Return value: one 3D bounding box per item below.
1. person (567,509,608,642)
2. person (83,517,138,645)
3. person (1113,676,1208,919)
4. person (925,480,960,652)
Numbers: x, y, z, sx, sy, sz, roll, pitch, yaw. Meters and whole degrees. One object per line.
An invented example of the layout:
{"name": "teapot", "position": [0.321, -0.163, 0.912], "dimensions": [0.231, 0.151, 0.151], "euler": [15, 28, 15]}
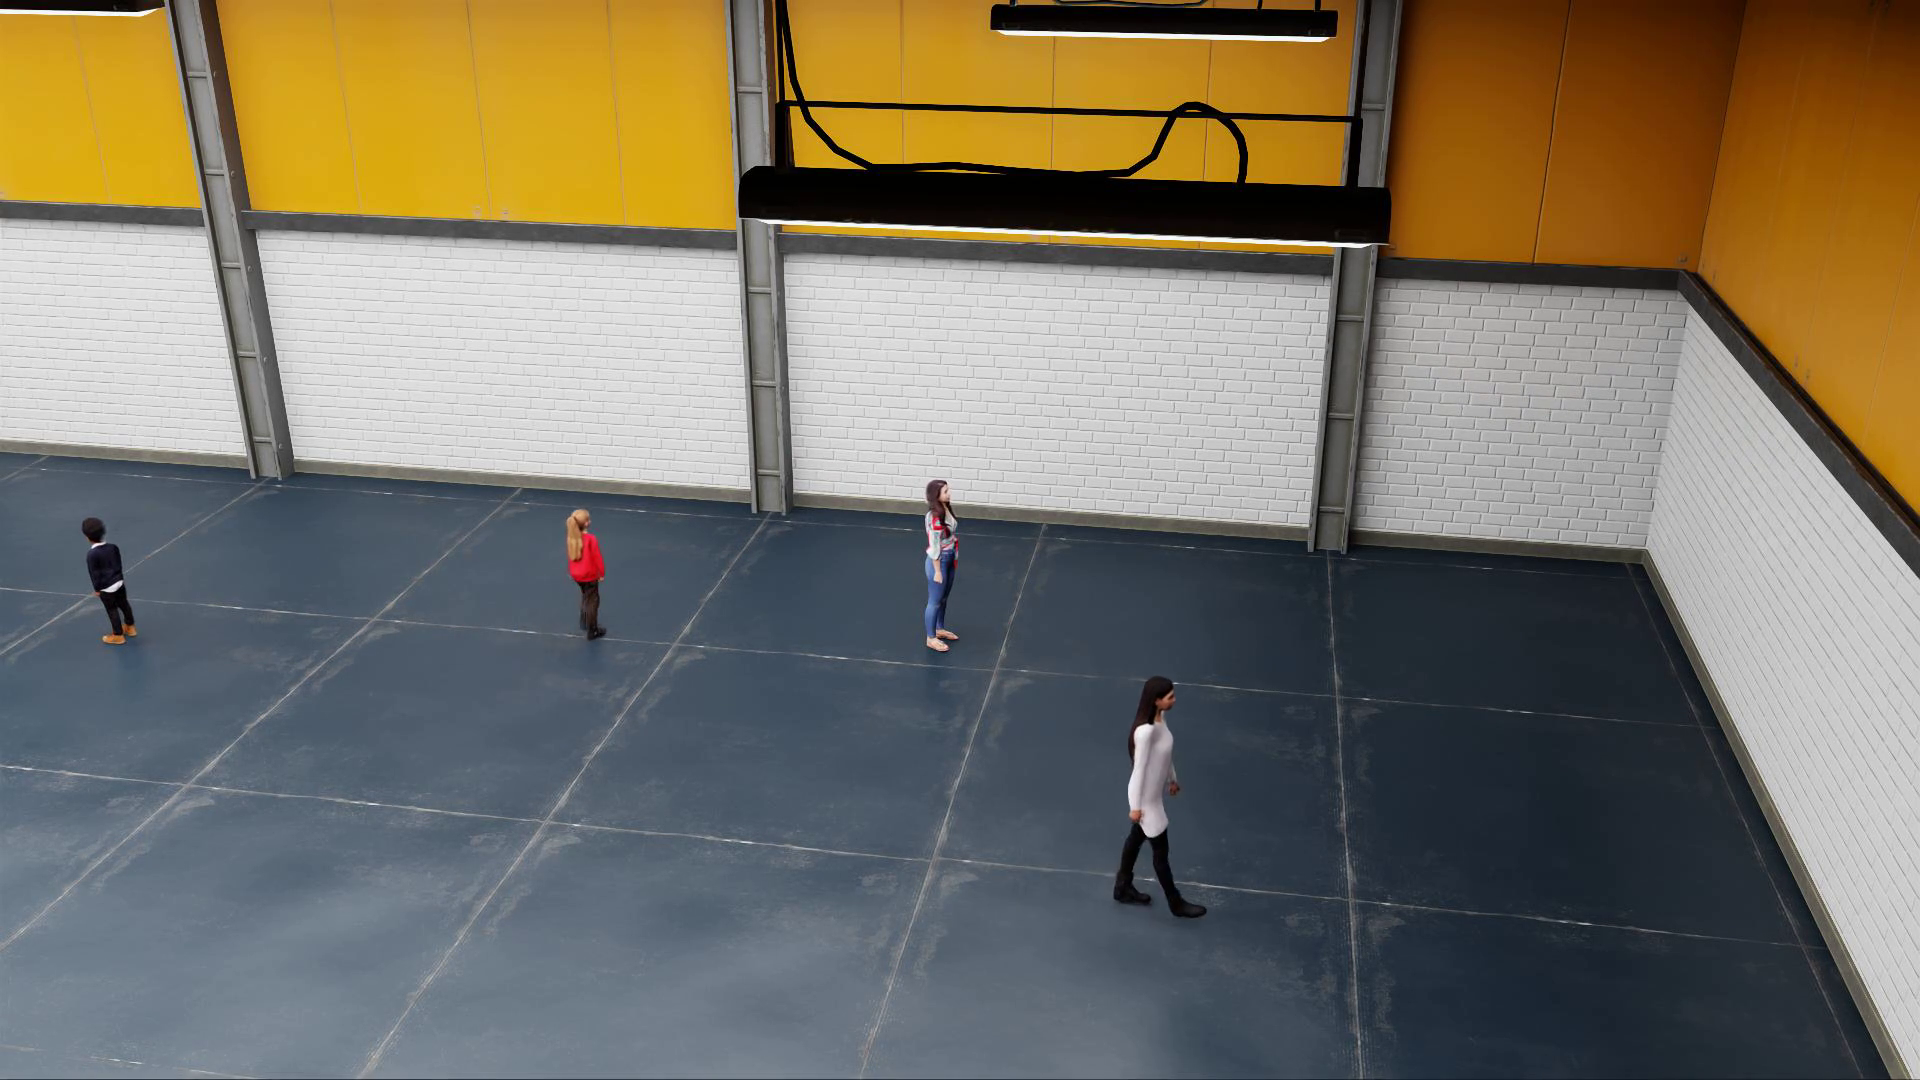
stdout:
{"name": "person", "position": [-3.456, 0.333, 15.211], "dimensions": [0.523, 1.276, 0.627], "euler": [11, 26, 23]}
{"name": "person", "position": [-7.784, 0.359, 15.217], "dimensions": [0.517, 1.223, 0.528], "euler": [8, 25, 17]}
{"name": "person", "position": [1.207, 1.732, 11.372], "dimensions": [0.950, 1.787, 0.717], "euler": [8, 25, 18]}
{"name": "person", "position": [-0.182, 0.204, 15.083], "dimensions": [0.579, 1.615, 0.634], "euler": [9, 25, 19]}
